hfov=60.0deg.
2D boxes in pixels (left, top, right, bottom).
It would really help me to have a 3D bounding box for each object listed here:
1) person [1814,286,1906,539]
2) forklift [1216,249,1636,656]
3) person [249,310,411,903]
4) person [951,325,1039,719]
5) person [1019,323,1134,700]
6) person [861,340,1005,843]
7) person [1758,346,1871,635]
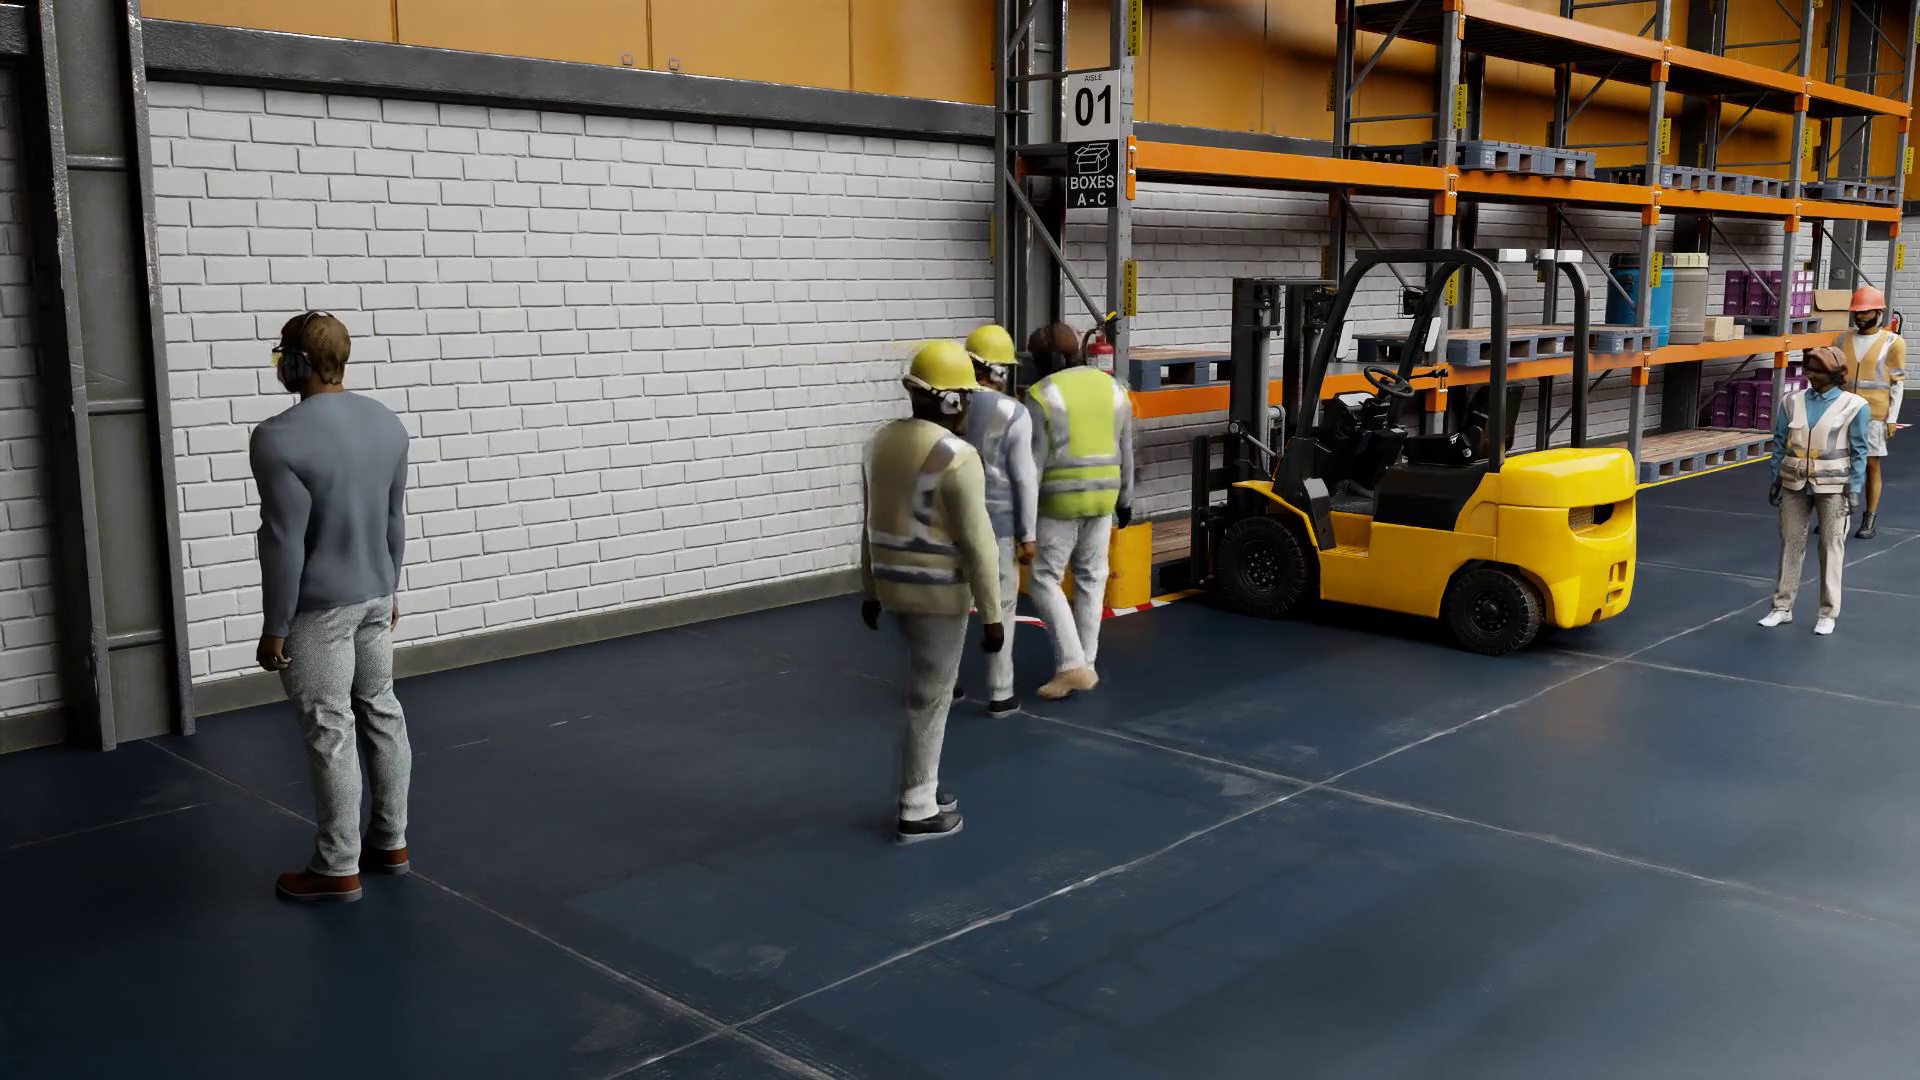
[{"bbox_3d":[6.931,-0.975,12.804,0.379,1.937,0.548,-8,12,-40],"label":"person"},{"bbox_3d":[2.710,-0.584,9.626,2.313,2.155,1.214,9,13,43],"label":"forklift"},{"bbox_3d":[-2.066,0.219,5.481,0.372,1.940,0.630,3,10,20],"label":"person"},{"bbox_3d":[0.095,-0.081,7.708,0.608,1.815,0.403,6,11,32],"label":"person"},{"bbox_3d":[0.579,-0.136,8.093,0.716,1.824,0.469,-5,11,-28],"label":"person"},{"bbox_3d":[-0.058,0.190,6.032,0.529,1.815,0.631,-7,12,-37],"label":"person"},{"bbox_3d":[4.875,-0.283,9.480,0.312,1.638,0.512,-8,12,-39],"label":"person"}]
